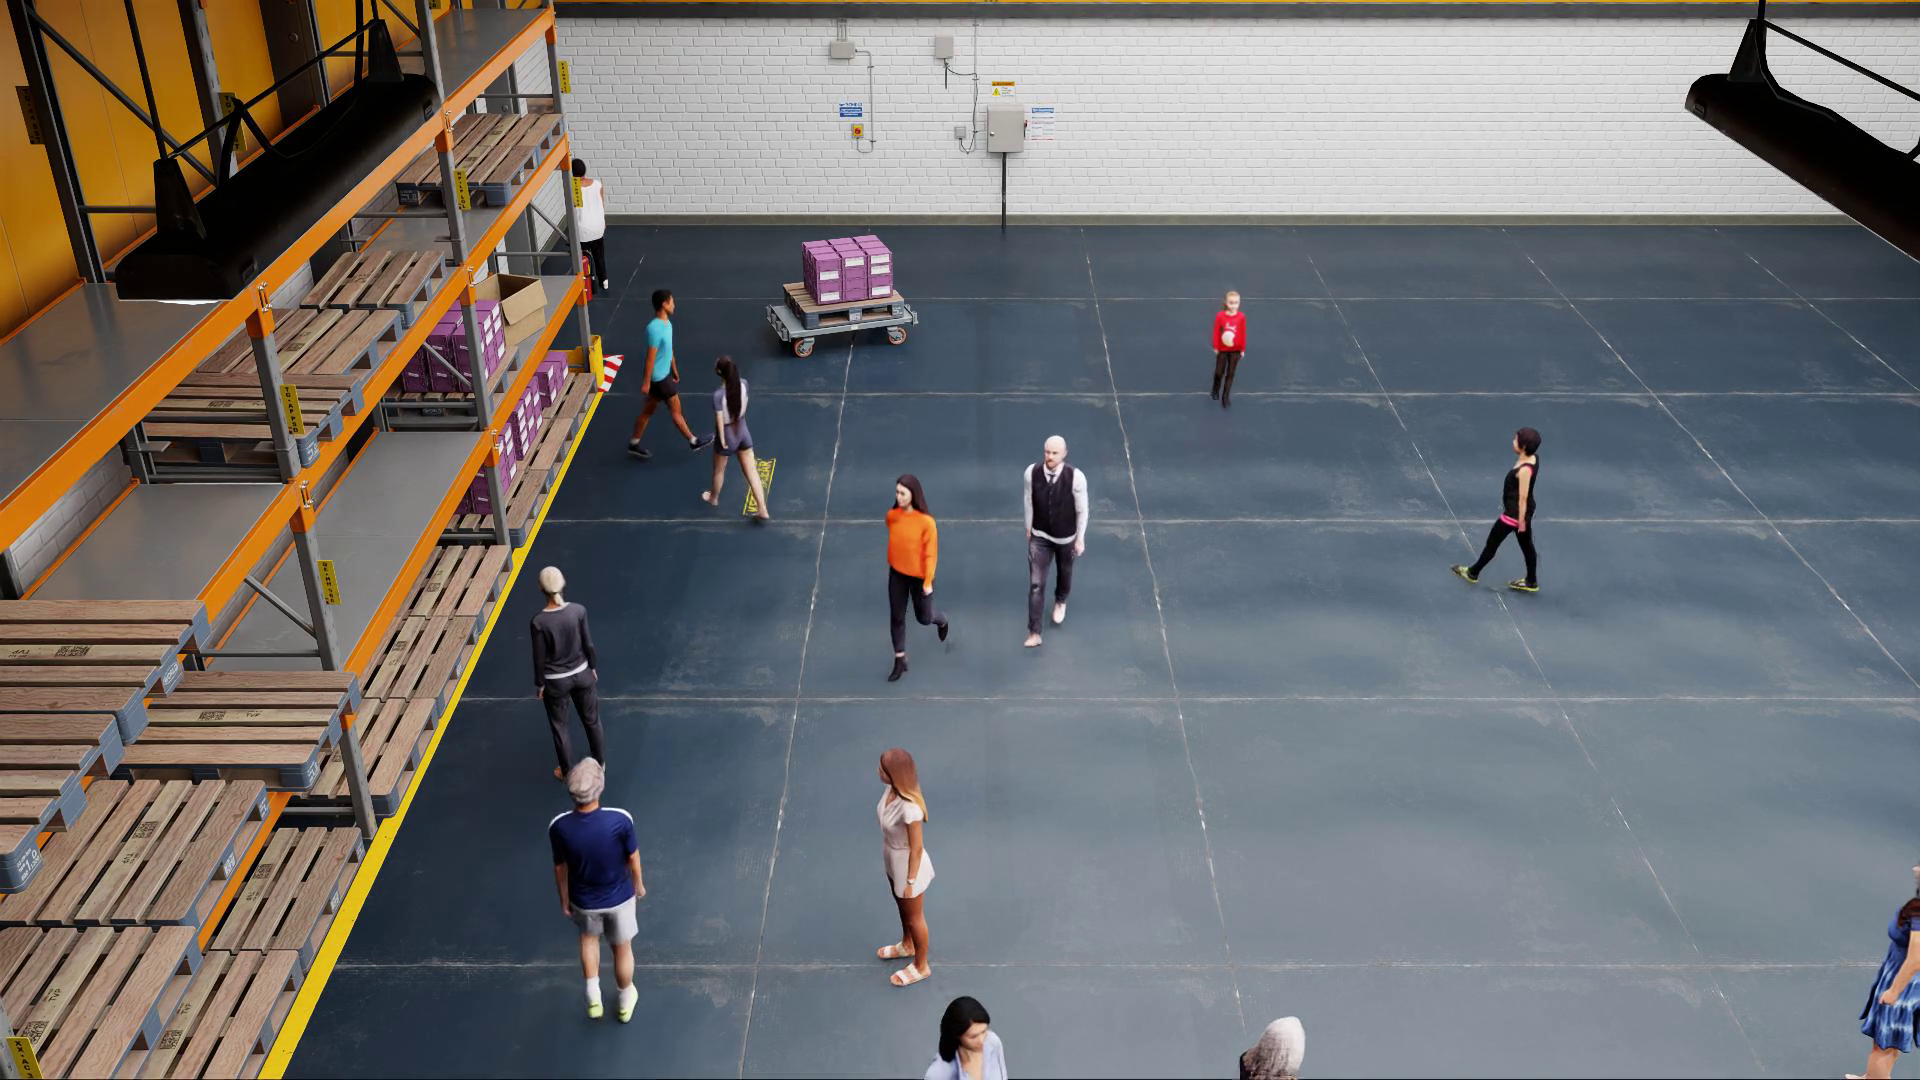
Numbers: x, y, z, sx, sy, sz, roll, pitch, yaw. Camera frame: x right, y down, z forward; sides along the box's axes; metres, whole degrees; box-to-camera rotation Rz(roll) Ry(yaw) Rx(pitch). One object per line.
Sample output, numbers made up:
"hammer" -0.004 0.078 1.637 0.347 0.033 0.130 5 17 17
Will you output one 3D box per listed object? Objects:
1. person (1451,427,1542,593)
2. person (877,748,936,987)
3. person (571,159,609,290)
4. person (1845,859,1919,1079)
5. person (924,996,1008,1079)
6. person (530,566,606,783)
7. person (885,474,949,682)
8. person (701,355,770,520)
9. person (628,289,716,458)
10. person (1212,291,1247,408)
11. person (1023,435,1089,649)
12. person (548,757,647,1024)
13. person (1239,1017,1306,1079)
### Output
"person" 4.865 -0.224 14.262 0.911 1.520 0.971 17 33 28
"person" -0.329 1.955 10.084 0.689 1.695 0.574 -9 30 -15
"person" -4.713 -3.973 20.954 0.763 1.691 0.799 -20 34 -32
"person" 5.124 2.440 9.079 0.814 1.805 0.734 22 36 34
"person" -0.042 2.903 8.330 1.073 1.710 1.159 -23 36 -36
"person" -2.814 0.958 11.879 0.692 1.726 0.697 -16 33 -27
"person" -0.339 0.265 13.144 0.913 1.732 1.071 16 33 27
"person" -2.036 -0.912 15.434 1.034 1.604 1.107 -25 37 -38
"person" -3.096 -1.609 16.588 0.776 1.723 1.047 3 29 5
"person" 2.889 -2.077 17.916 0.486 1.273 0.544 0 29 0
"person" 0.807 -0.050 13.674 0.909 1.778 1.252 7 29 12
"person" -2.086 2.112 9.660 0.654 1.824 0.684 -2 29 -3
"person" 1.426 3.036 8.059 0.829 1.736 0.769 -25 38 -38
